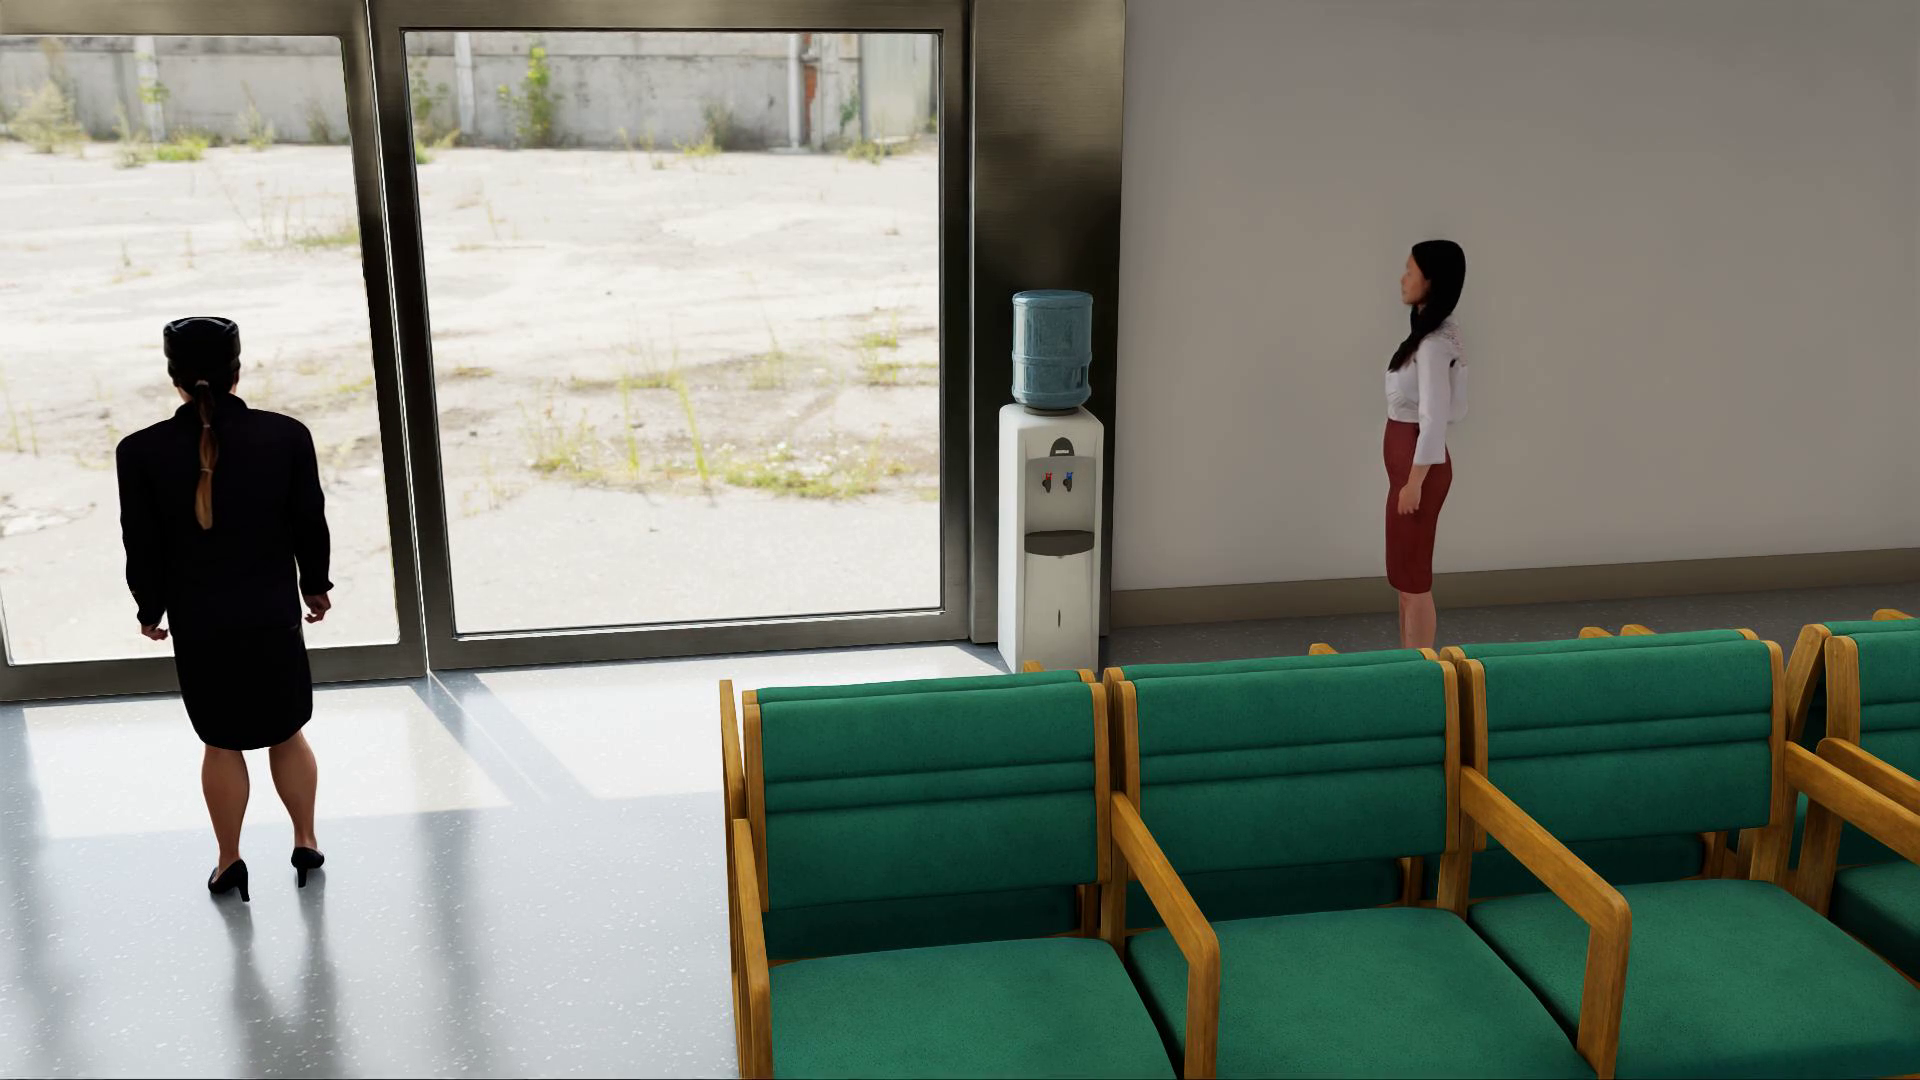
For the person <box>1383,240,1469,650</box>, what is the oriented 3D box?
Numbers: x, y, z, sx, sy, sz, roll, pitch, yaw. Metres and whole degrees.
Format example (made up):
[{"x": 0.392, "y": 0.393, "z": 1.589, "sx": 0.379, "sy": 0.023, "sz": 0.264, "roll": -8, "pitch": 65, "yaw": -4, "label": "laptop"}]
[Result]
[{"x": 1.638, "y": -0.195, "z": 5.971, "sx": 0.723, "sy": 1.751, "sz": 0.579, "roll": 3, "pitch": 16, "yaw": 12, "label": "person"}]

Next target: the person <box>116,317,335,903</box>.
[{"x": -2.035, "y": 0.213, "z": 4.669, "sx": 0.776, "sy": 1.671, "sz": 0.754, "roll": -9, "pitch": 18, "yaw": -29, "label": "person"}]
